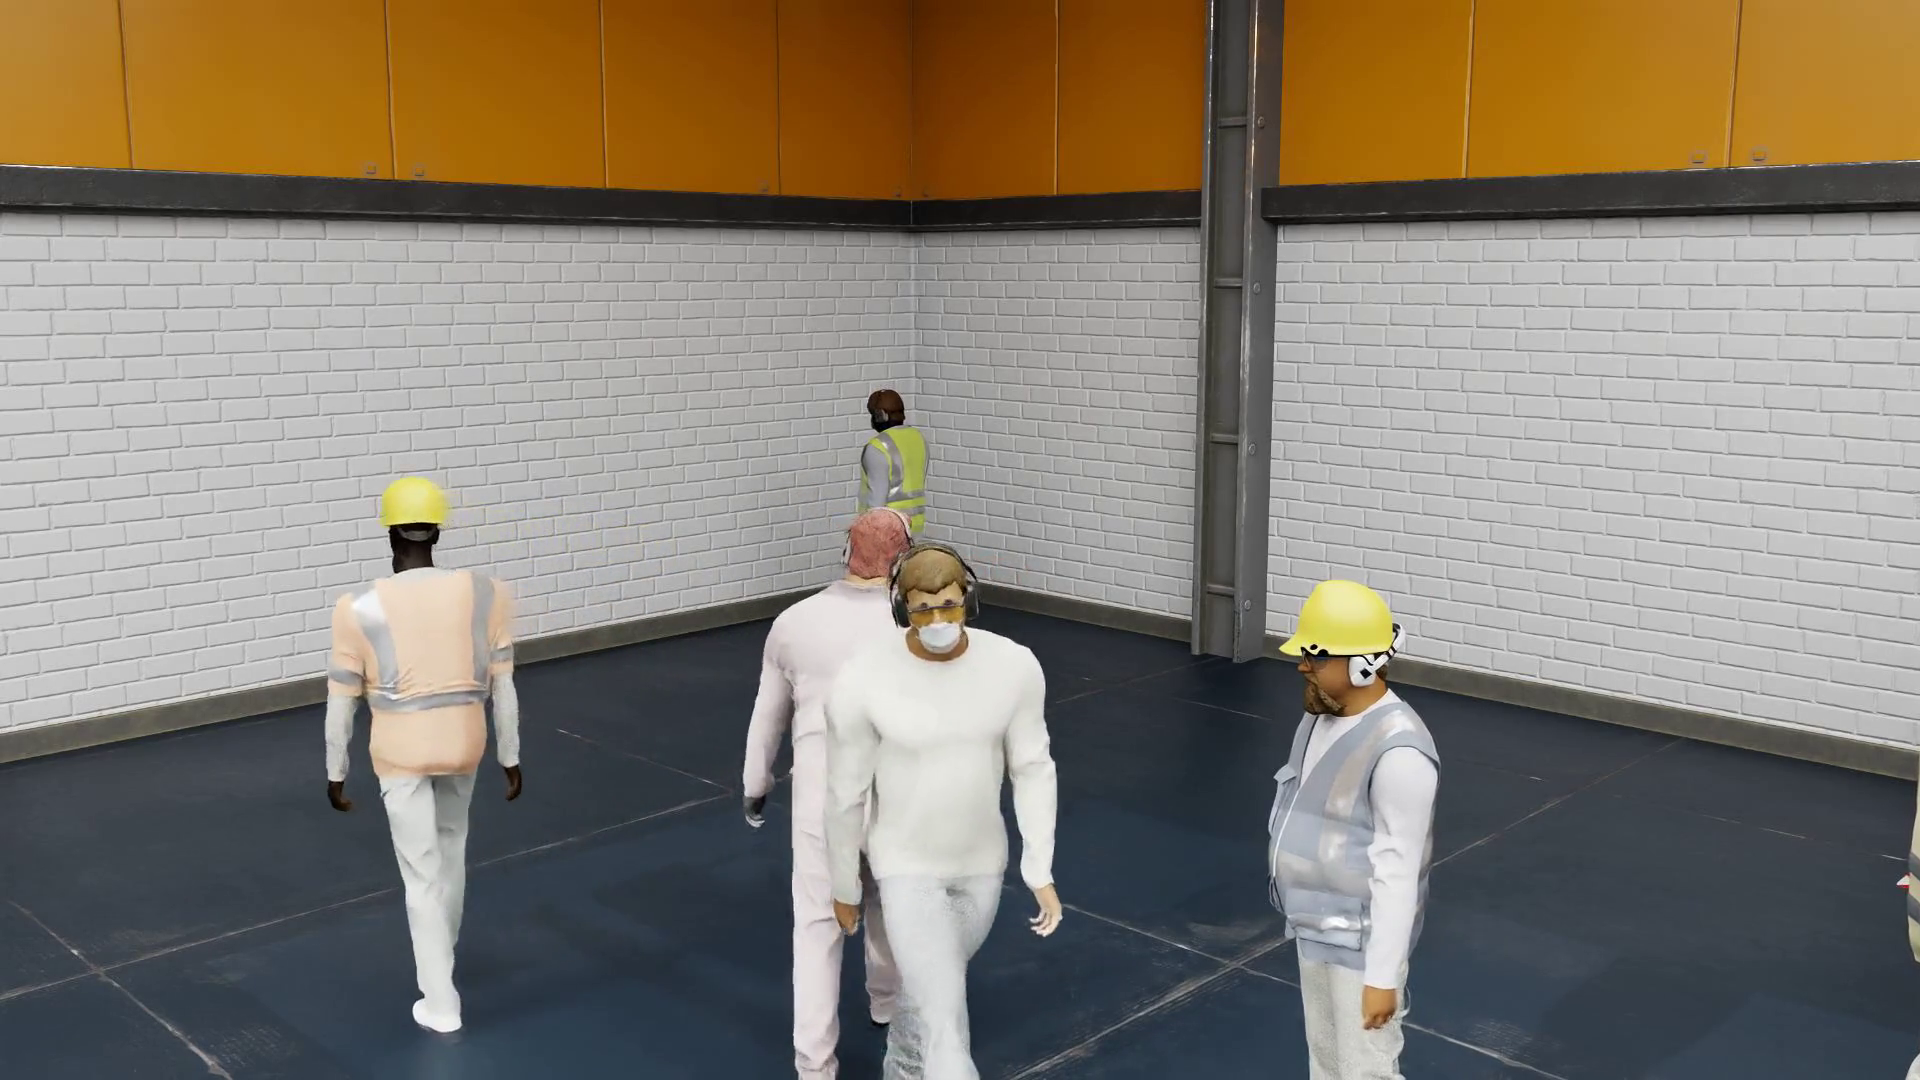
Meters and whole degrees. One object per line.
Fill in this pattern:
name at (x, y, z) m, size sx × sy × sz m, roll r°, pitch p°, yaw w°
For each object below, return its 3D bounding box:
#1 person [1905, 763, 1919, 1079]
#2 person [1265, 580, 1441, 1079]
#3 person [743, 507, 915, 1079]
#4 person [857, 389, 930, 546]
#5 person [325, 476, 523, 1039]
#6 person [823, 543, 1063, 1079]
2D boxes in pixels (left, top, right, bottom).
person at (2.570, 1.034, 4.111) m, size 0.404 × 1.830 × 0.601 m, roll 2°, pitch 9°, yaw 12°
person at (0.998, 1.003, 4.331) m, size 0.403 × 1.826 × 0.591 m, roll -2°, pitch 9°, yaw -10°
person at (-0.340, 0.815, 5.377) m, size 0.778 × 1.842 × 0.980 m, roll 2°, pitch 9°, yaw 10°
person at (-0.451, -0.062, 10.823) m, size 0.430 × 1.838 × 0.620 m, roll 5°, pitch 11°, yaw 30°
person at (-1.907, 0.721, 5.838) m, size 0.620 × 1.890 × 0.859 m, roll -6°, pitch 11°, yaw -34°
person at (-0.034, 0.934, 4.579) m, size 0.618 × 1.871 × 1.031 m, roll -4°, pitch 10°, yaw -26°
